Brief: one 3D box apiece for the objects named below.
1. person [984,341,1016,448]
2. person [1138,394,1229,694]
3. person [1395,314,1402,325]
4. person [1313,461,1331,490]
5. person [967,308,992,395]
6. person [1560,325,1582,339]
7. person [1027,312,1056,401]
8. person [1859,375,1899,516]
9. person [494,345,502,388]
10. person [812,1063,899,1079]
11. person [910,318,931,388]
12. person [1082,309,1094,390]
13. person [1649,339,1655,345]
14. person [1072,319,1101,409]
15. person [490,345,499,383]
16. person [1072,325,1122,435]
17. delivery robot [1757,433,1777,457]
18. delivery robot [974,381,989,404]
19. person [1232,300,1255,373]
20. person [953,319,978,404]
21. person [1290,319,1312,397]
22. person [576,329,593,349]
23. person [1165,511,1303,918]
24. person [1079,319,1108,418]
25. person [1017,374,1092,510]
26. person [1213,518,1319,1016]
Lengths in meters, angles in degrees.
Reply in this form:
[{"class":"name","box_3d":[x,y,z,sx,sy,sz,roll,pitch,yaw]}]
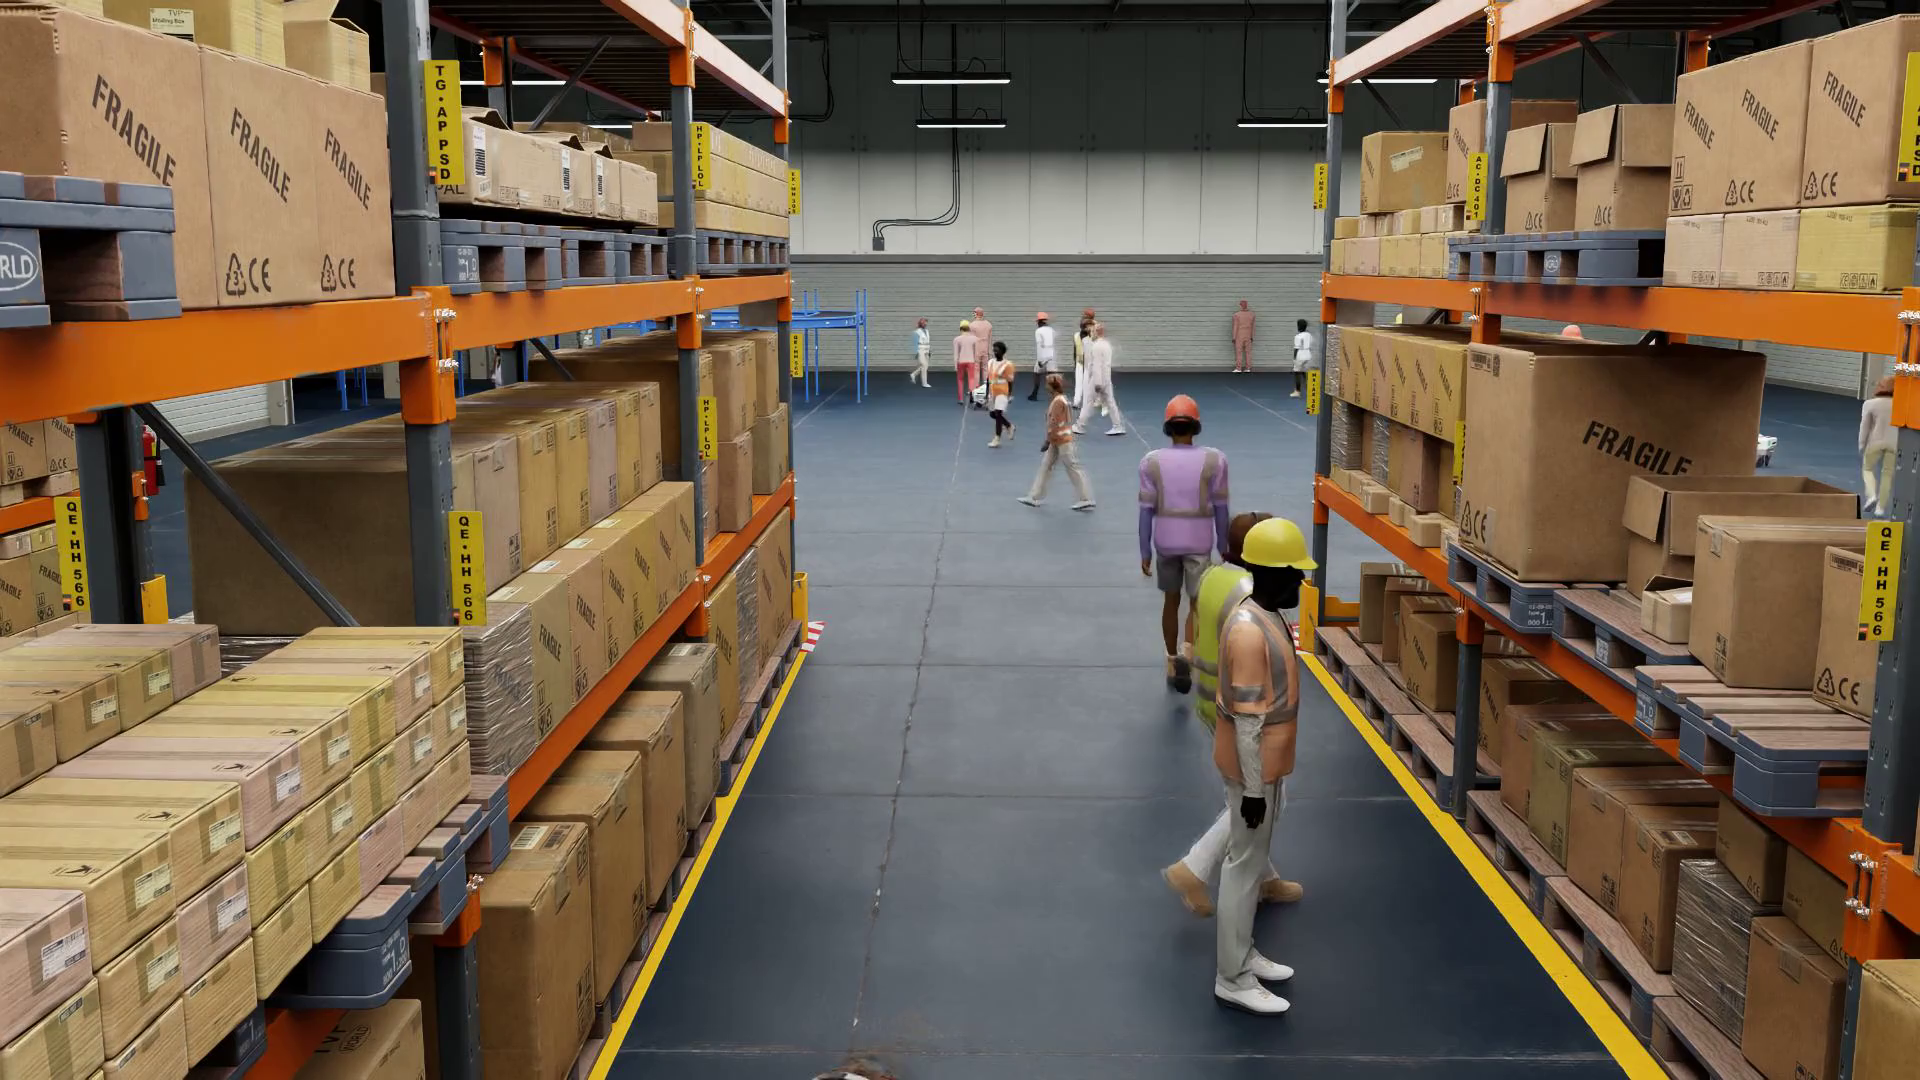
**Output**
[{"class":"person","box_3d":[0.669,-2.328,26.353,0.665,1.677,0.539,-8,12,-40]},{"class":"person","box_3d":[1.498,0.028,11.261,0.616,2.019,0.828,3,10,16]},{"class":"person","box_3d":[8.440,-3.369,31.868,0.594,1.924,0.382,4,10,22]},{"class":"person","box_3d":[4.646,-1.526,20.795,0.356,1.938,0.543,1,10,4]},{"class":"person","box_3d":[0.404,-4.166,36.700,0.649,1.907,0.409,-9,13,-42]},{"class":"person","box_3d":[8.423,-1.965,23.119,0.395,2.040,0.609,8,12,39]},{"class":"person","box_3d":[1.798,-3.824,34.763,0.560,1.881,1.019,-7,12,-37]},{"class":"person","box_3d":[10.562,-1.075,19.029,0.509,1.620,0.378,3,10,18]},{"class":"person","box_3d":[-6.308,-1.923,23.258,0.370,1.914,0.609,-6,11,-32]},{"class":"person","box_3d":[-0.112,1.604,2.457,0.623,1.806,0.910,2,10,12]},{"class":"person","box_3d":[-0.915,-4.371,38.767,0.588,1.619,0.524,6,11,33]},{"class":"person","box_3d":[2.988,-4.343,37.942,0.453,1.852,0.711,-1,10,-5]},{"class":"person","box_3d":[13.897,-3.518,33.228,0.632,1.779,0.950,1,10,6]},{"class":"person","box_3d":[2.543,-3.526,33.234,0.628,1.795,0.933,5,11,28]},{"class":"person","box_3d":[-8.277,-3.018,29.940,0.309,1.868,0.535,3,10,17]},{"class":"person","box_3d":[2.303,-2.692,28.035,1.003,1.849,0.676,5,11,26]},{"class":"delivery robot","box_3d":[11.371,-1.394,23.986,0.707,0.478,0.477,8,13,41]},{"class":"delivery robot","box_3d":[0.525,-2.915,33.095,0.477,0.478,0.707,3,10,19]},{"class":"person","box_3d":[7.442,-5.351,43.798,0.643,1.908,0.411,-4,10,-23]},{"class":"person","box_3d":[0.123,-3.635,33.995,0.518,1.738,0.699,-1,10,-8]},{"class":"person","box_3d":[7.379,-3.912,35.796,0.547,1.686,0.478,-8,13,-41]},{"class":"person","box_3d":[-8.990,-4.712,39.839,0.380,1.950,0.605,1,10,6]},{"class":"person","box_3d":[1.248,0.773,7.370,0.670,1.829,0.647,-2,10,-10]},{"class":"person","box_3d":[2.524,-3.223,31.229,0.510,1.848,0.835,6,11,30]},{"class":"person","box_3d":[1.149,-1.151,19.576,0.876,1.593,0.516,-1,10,-6]},{"class":"person","box_3d":[1.187,0.863,6.515,0.378,1.925,0.594,3,10,15]}]
